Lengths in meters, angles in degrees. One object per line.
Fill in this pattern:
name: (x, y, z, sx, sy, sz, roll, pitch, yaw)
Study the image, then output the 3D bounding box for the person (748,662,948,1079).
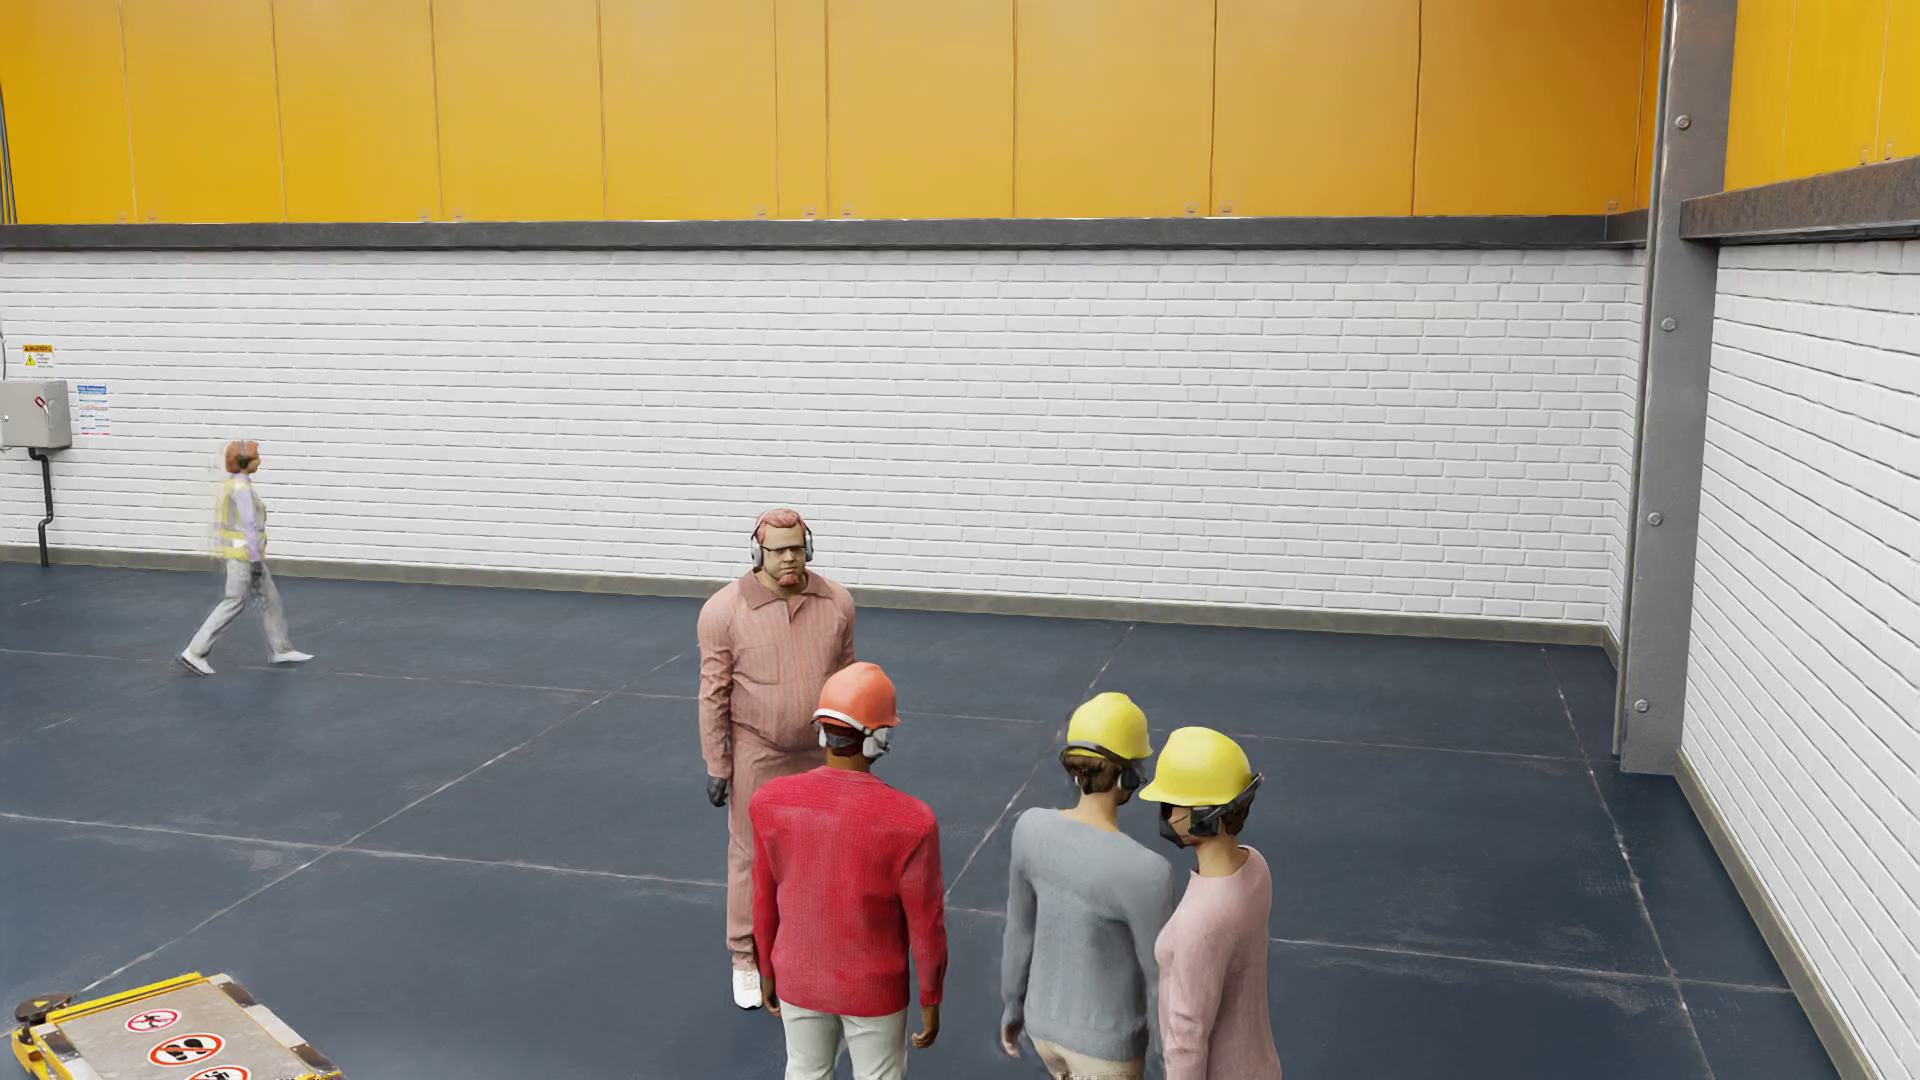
person: (-0.300, 1.196, 4.618, 0.574, 1.740, 0.349, 3, 10, 18)

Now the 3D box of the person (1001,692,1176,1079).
person: (0.355, 1.250, 4.243, 0.413, 1.745, 0.555, -8, 13, -41)

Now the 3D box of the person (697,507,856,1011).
person: (-0.662, 0.819, 6.346, 0.654, 1.906, 0.406, -5, 11, -27)

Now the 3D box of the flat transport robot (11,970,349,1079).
flat transport robot: (-2.622, 1.768, 5.565, 0.652, 0.197, 1.431, -9, 13, -42)

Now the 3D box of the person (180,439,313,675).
person: (-4.955, 0.112, 11.400, 0.821, 1.607, 0.530, -5, 11, -27)

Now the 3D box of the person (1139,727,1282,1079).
person: (0.579, 1.301, 3.940, 0.340, 1.760, 0.525, 4, 11, 23)
